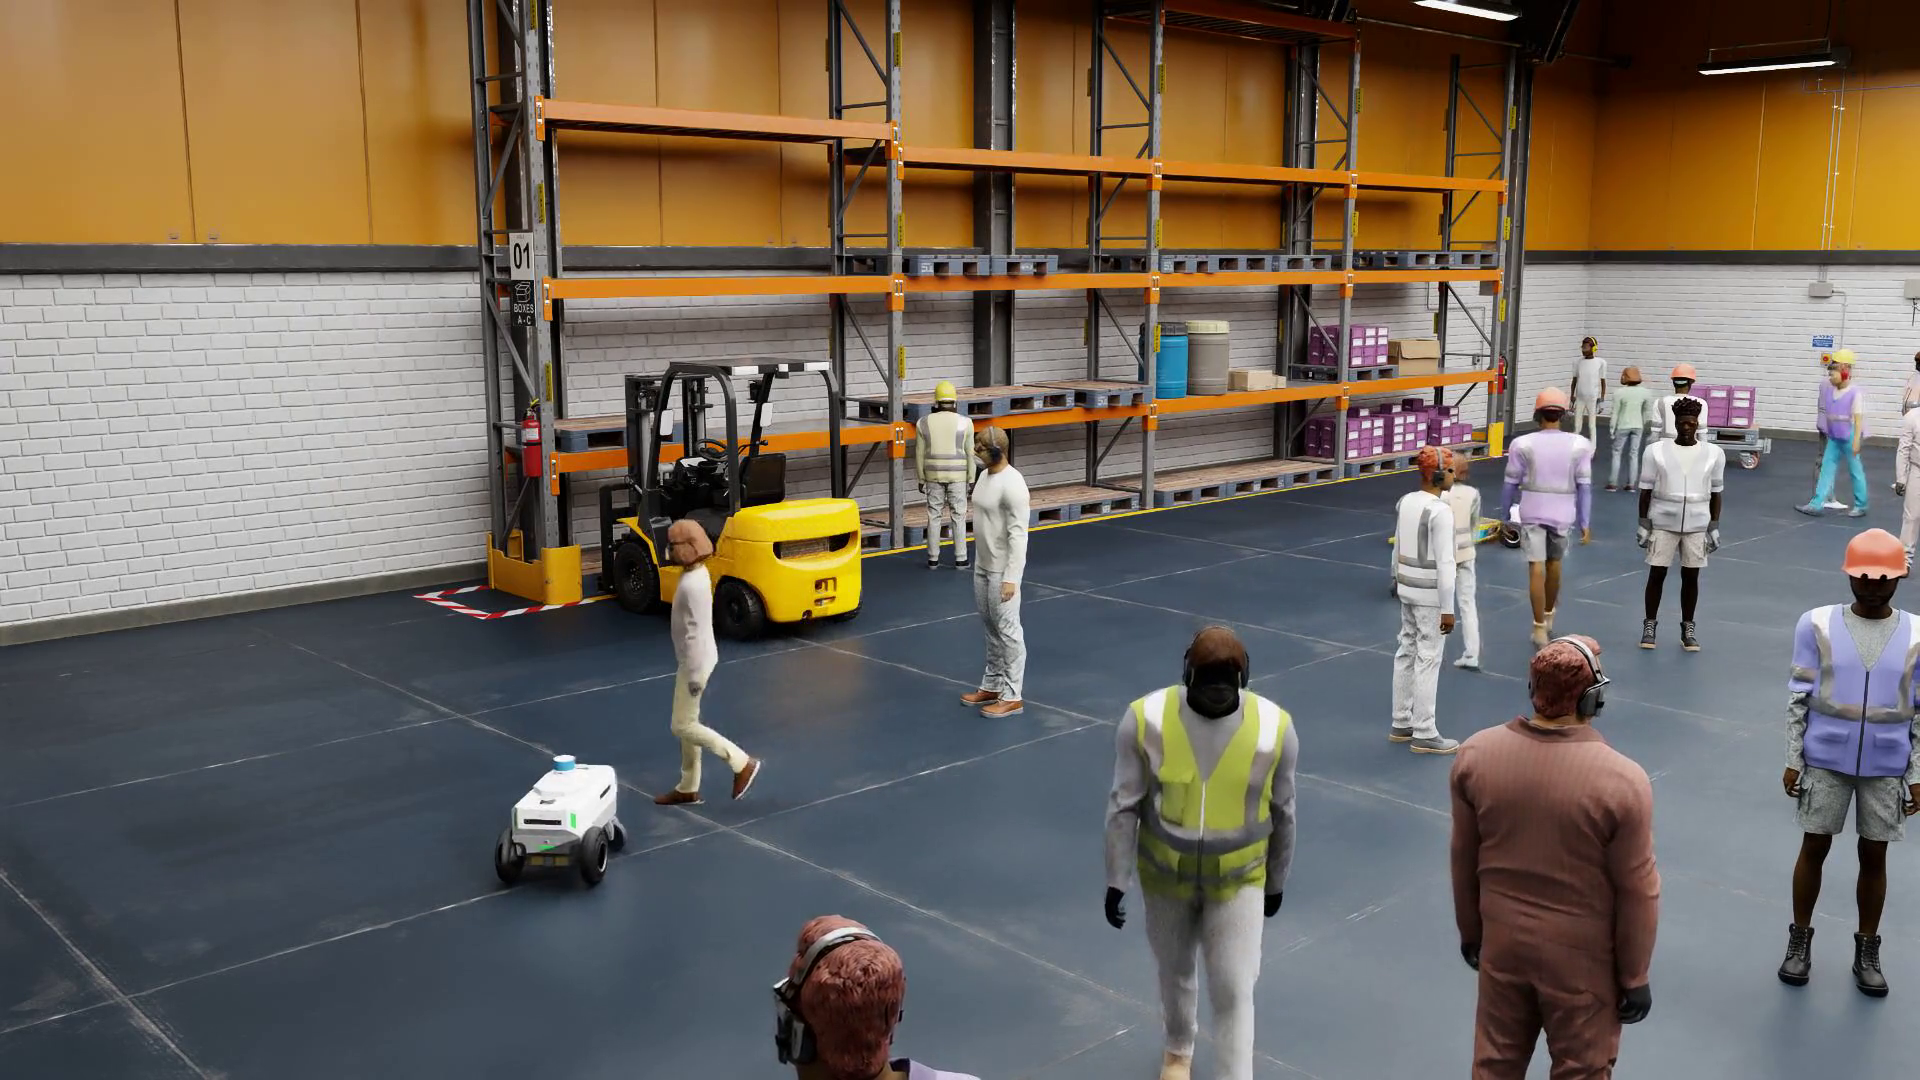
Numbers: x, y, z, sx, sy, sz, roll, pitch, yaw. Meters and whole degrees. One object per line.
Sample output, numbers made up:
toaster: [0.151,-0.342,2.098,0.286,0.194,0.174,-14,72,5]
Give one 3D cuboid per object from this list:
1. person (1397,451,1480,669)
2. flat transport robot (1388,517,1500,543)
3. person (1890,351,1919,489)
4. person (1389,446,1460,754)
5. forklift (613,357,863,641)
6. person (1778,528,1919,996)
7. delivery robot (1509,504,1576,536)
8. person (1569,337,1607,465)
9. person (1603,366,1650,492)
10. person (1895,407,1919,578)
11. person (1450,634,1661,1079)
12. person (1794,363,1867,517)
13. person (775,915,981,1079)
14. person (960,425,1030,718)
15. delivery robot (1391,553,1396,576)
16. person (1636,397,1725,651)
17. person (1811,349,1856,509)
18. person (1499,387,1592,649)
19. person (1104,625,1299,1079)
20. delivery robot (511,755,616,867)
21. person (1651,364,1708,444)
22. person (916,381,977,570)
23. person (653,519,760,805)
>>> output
person: [3.628,0.133,12.393,0.537,1.589,0.859,-3,10,-18]
flat transport robot: [5.206,-0.095,17.607,1.431,0.197,0.652,-9,13,-44]
person: [12.364,-1.528,21.425,0.429,1.840,0.624,-1,10,-6]
person: [2.866,0.362,10.217,0.341,1.882,0.587,-2,10,-13]
forklift: [-1.847,-0.414,13.852,1.214,2.155,2.313,-9,13,-42]
person: [3.697,0.909,6.861,0.545,1.938,0.355,4,11,23]
delivery robot: [6.044,-0.238,17.345,0.707,0.478,0.477,4,10,22]
person: [9.157,-2.030,24.290,0.513,1.864,0.331,8,12,39]
person: [8.612,-1.429,21.458,0.512,1.633,0.339,-1,10,-3]
person: [9.136,-0.567,15.591,0.651,1.906,0.402,4,10,22]
person: [1.816,1.228,5.077,0.406,1.911,0.638,-9,13,-43]
person: [10.193,-1.144,19.279,0.932,1.785,0.713,-2,10,-10]
person: [-0.205,1.592,2.960,0.638,1.906,0.408,-8,13,-39]
person: [0.245,0.203,11.004,0.370,1.934,0.627,-4,10,-21]
delivery robot: [4.166,0.162,15.000,0.477,0.478,0.707,7,12,34]
person: [5.540,-0.123,12.814,0.613,1.964,0.361,3,10,15]
person: [10.557,-1.343,20.081,0.378,1.924,0.585,1,10,5]
person: [4.589,-0.198,13.117,0.644,2.009,0.908,1,10,8]
person: [0.822,1.178,5.717,0.645,1.788,0.970,2,10,11]
delivery robot: [-1.959,1.313,8.260,0.477,0.478,0.707,1,10,4]
person: [7.445,-0.860,17.245,0.543,1.928,0.371,6,11,31]
person: [-0.128,-0.620,16.102,0.597,1.836,0.404,1,10,8]
person: [-1.419,0.683,9.113,0.512,1.619,0.505,-1,10,-7]
